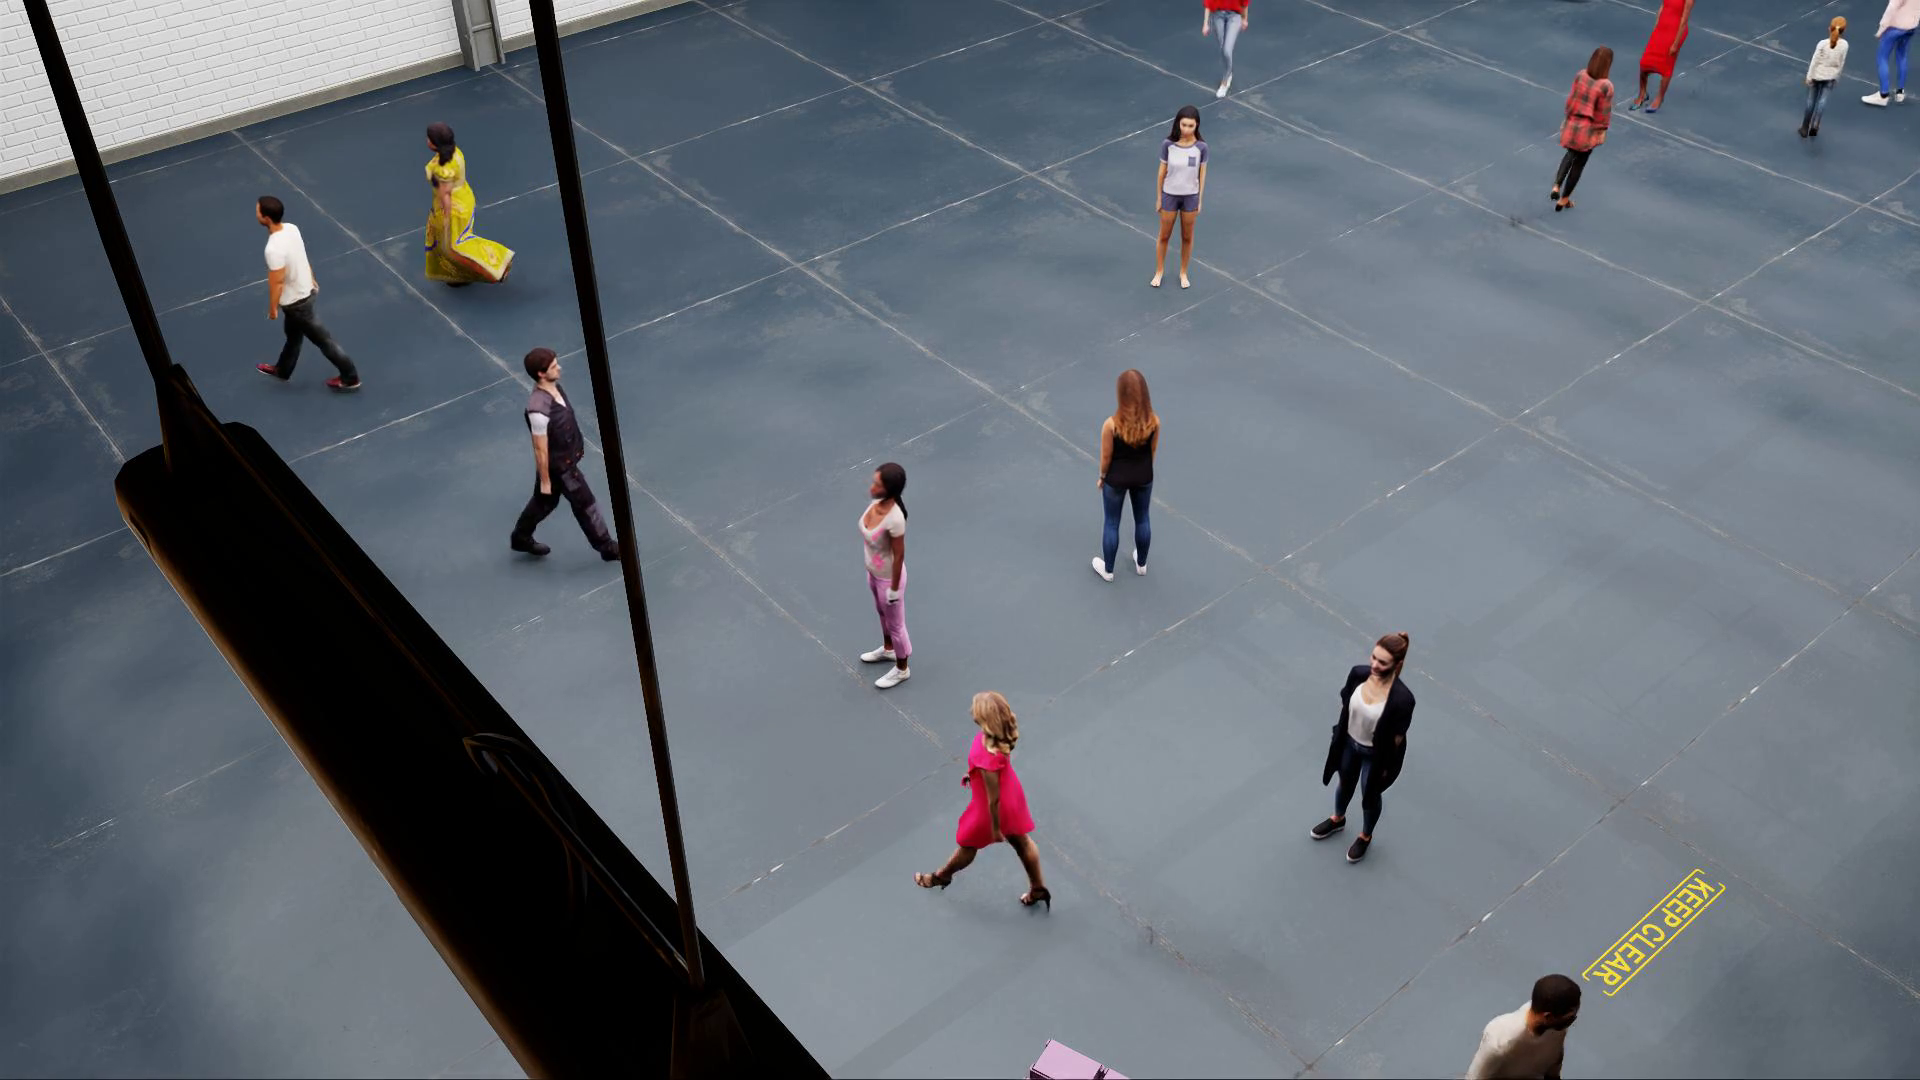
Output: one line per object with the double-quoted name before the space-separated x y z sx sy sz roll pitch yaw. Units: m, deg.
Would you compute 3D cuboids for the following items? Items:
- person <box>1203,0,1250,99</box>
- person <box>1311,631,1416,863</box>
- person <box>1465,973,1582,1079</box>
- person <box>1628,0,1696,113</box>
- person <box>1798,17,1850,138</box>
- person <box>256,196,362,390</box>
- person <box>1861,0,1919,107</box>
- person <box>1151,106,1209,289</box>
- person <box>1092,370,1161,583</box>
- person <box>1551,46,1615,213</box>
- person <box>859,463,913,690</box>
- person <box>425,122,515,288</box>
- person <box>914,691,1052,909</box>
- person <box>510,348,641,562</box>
"person" 3.006 -5.810 18.551 0.889 1.648 0.991 6 39 8
"person" 2.397 1.199 9.747 0.545 1.683 0.620 -29 47 -31
"person" 2.505 2.630 7.872 0.648 1.787 1.002 -13 40 -15
"person" 7.770 -5.480 18.072 0.702 1.731 0.667 -17 42 -20
"person" 9.173 -4.876 17.654 0.667 1.308 0.757 10 40 12
"person" -5.348 -1.982 13.665 1.202 1.765 1.072 -2 39 -2
"person" 10.334 -5.578 18.198 0.647 1.727 0.967 -7 39 -9
"person" 1.999 -3.117 15.110 0.656 1.735 0.713 4 39 5
"person" 1.191 -0.439 11.767 0.605 1.721 0.732 -9 40 -11
"person" 6.013 -3.978 16.222 0.627 1.693 0.645 -24 44 -27
"person" -0.478 0.222 10.929 0.614 1.736 0.638 -14 41 -17
"person" -4.478 -2.976 15.010 1.242 1.640 1.120 -3 39 -4
"person" 0.301 1.503 9.362 0.982 1.689 1.055 12 40 15
"person" -2.960 -0.553 11.841 1.277 1.807 1.106 -3 39 -4
